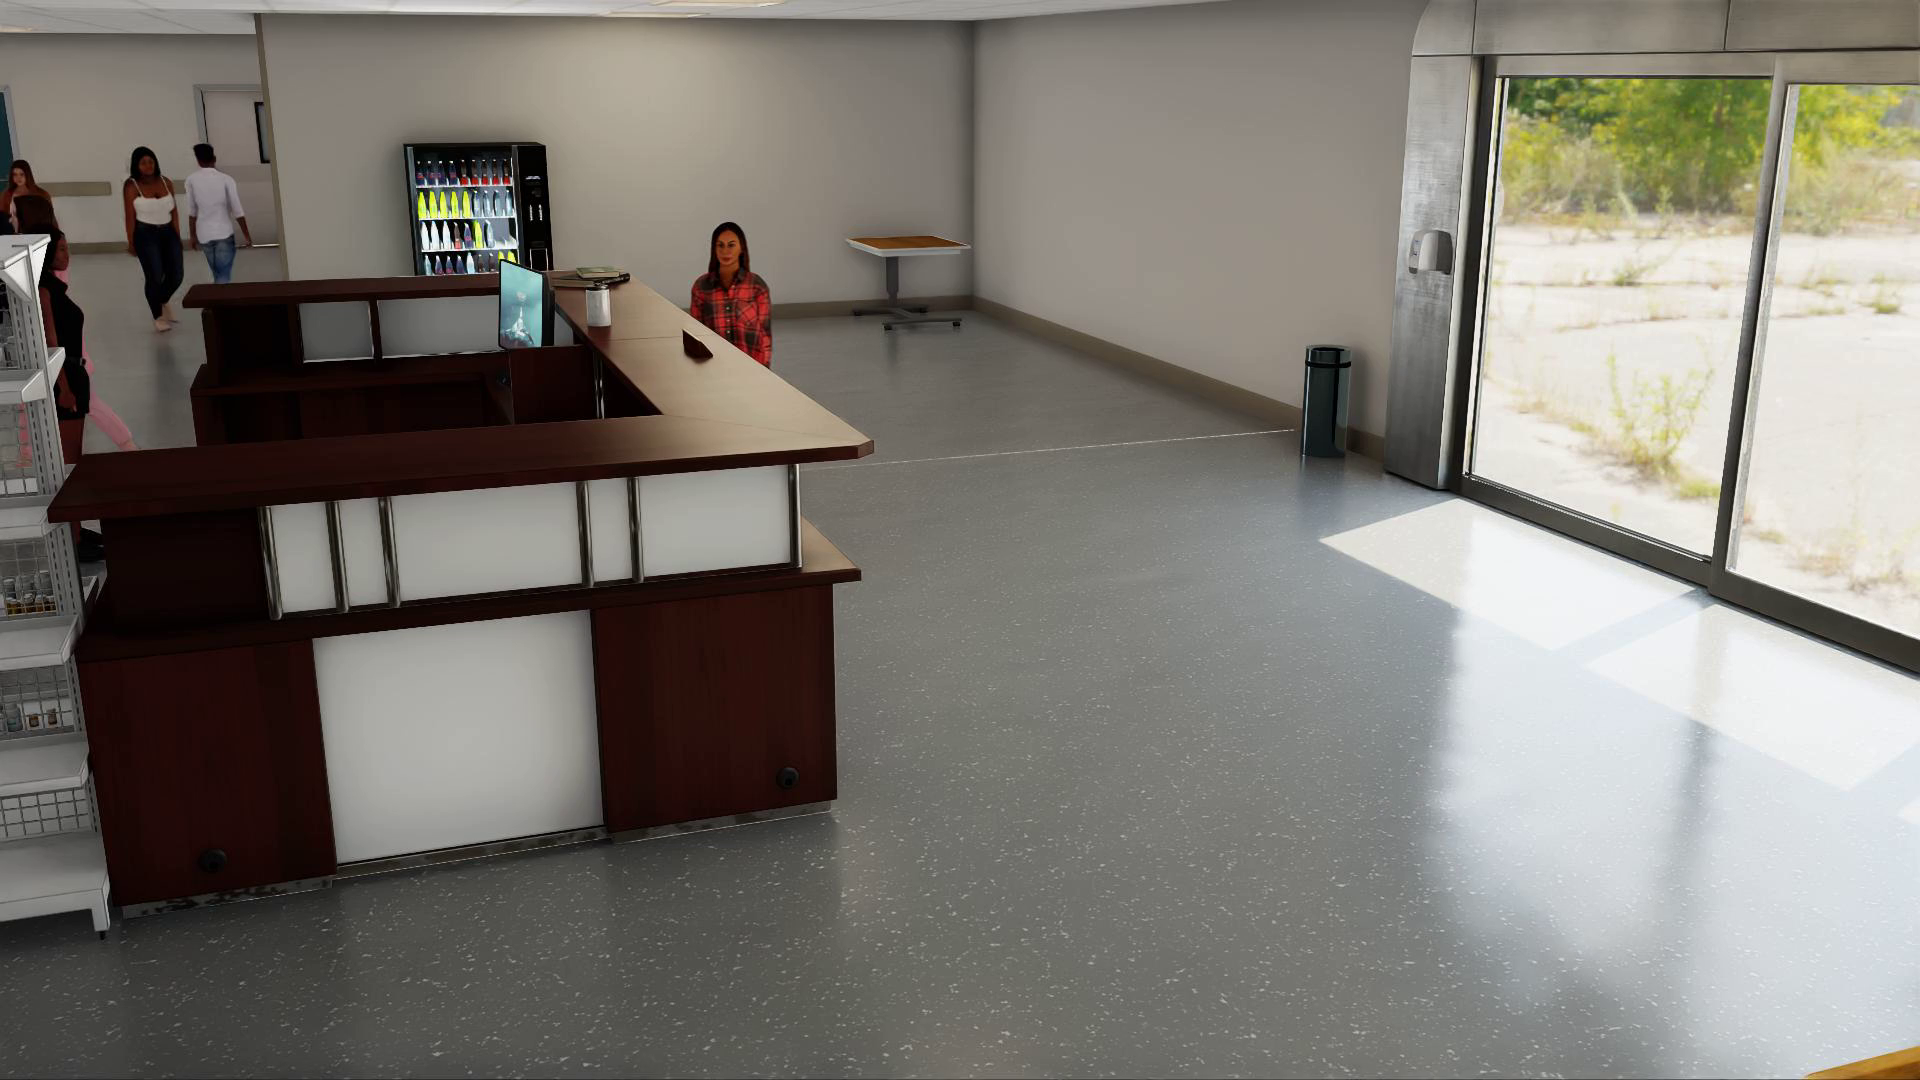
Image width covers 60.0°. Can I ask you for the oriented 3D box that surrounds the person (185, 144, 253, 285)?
[{"bbox_3d":[-7.561,-3.072,16.791,0.999,1.766,0.957,0,16,0],"label":"person"}]

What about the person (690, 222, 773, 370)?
[{"bbox_3d":[-1.254,-0.910,9.247,0.603,1.699,0.745,0,16,0],"label":"person"}]

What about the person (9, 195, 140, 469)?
[{"bbox_3d":[-5.276,-1.122,9.897,1.172,1.755,0.856,-11,19,-35],"label":"person"}]

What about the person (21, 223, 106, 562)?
[{"bbox_3d":[-4.684,-0.768,8.665,0.524,1.743,0.604,-7,17,-22],"label":"person"}]

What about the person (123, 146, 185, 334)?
[{"bbox_3d":[-7.884,-2.921,16.229,0.960,1.781,0.971,13,20,38],"label":"person"}]

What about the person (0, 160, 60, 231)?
[{"bbox_3d":[-8.818,-2.749,15.844,1.093,1.659,0.811,-4,16,-13],"label":"person"}]
